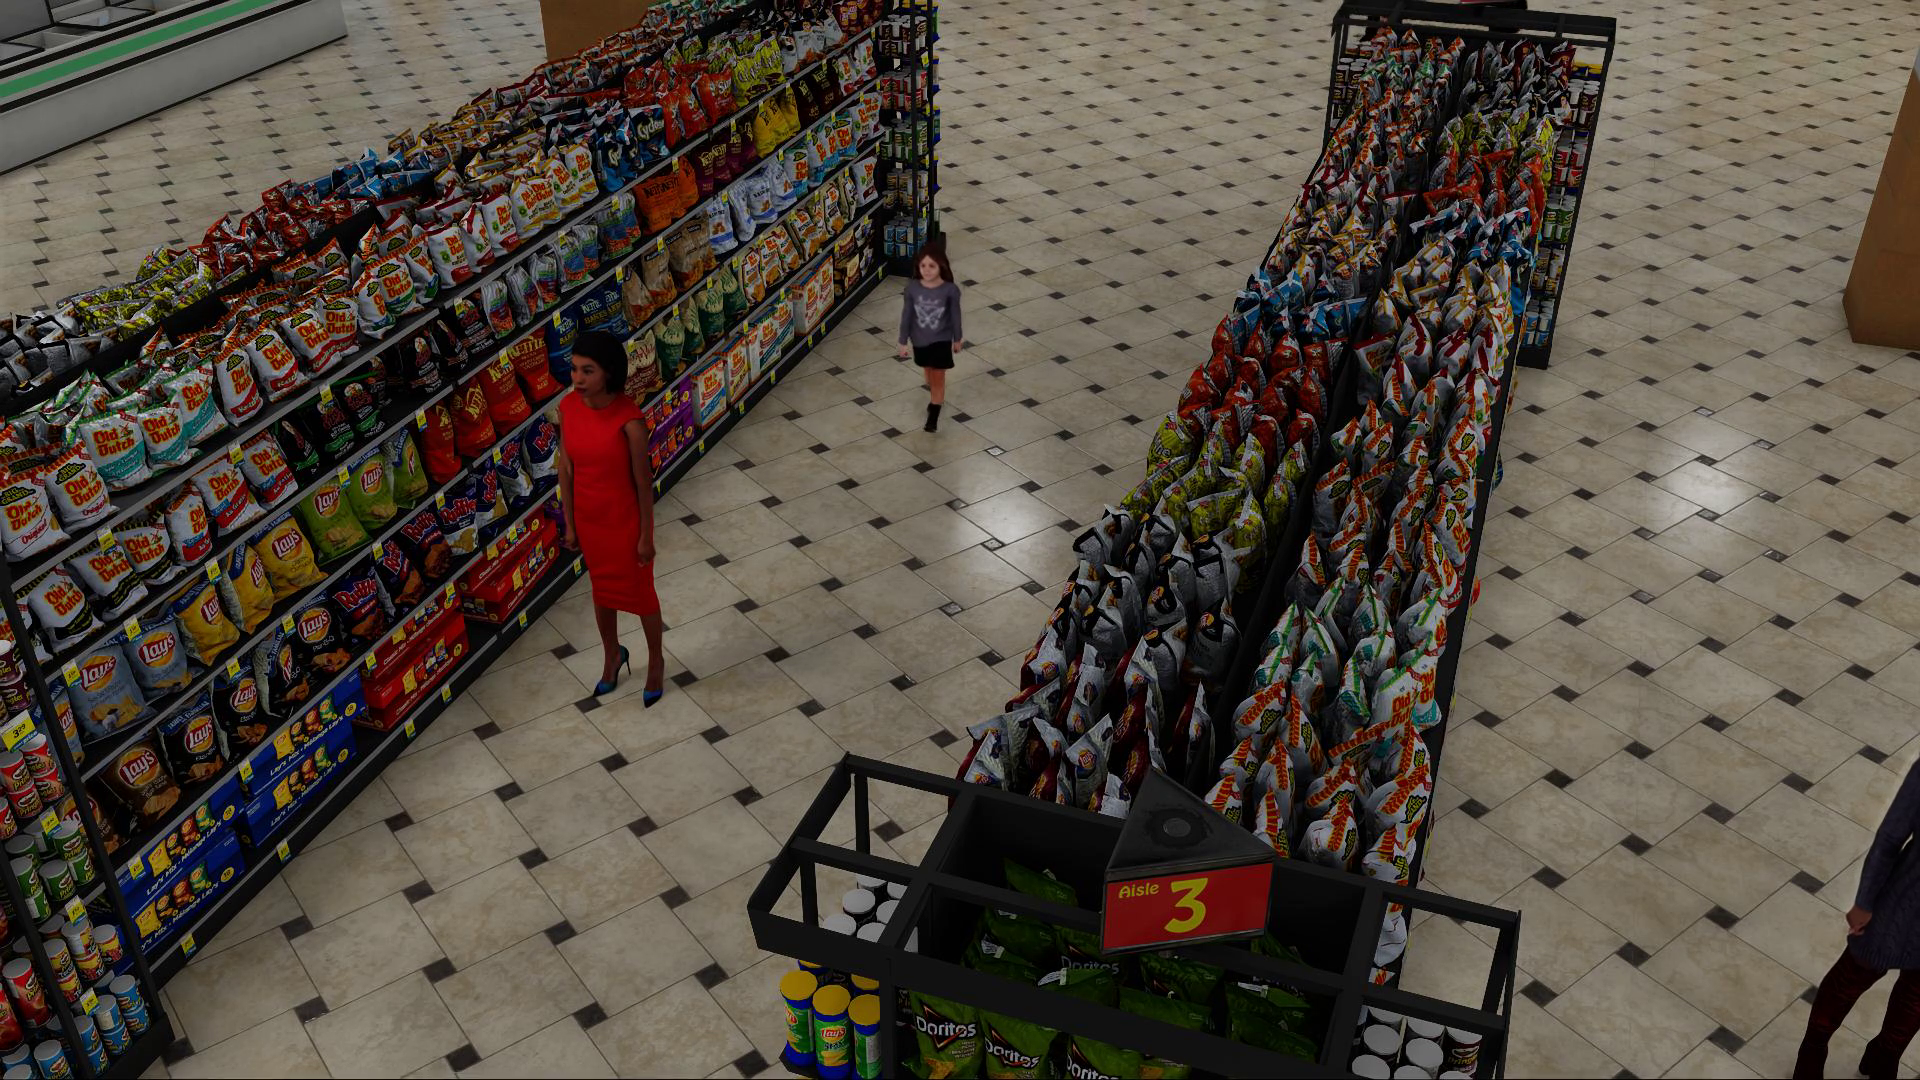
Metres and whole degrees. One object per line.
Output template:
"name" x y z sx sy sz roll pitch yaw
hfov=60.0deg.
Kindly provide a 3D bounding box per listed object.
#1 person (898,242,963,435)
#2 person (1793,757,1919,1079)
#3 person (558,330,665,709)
"person" -0.145 -1.174 9.396 0.559 1.079 0.785 6 32 10
"person" 2.970 1.122 5.108 0.610 1.710 0.546 6 32 10
"person" -1.453 -0.072 6.996 0.561 1.743 0.481 11 34 17
